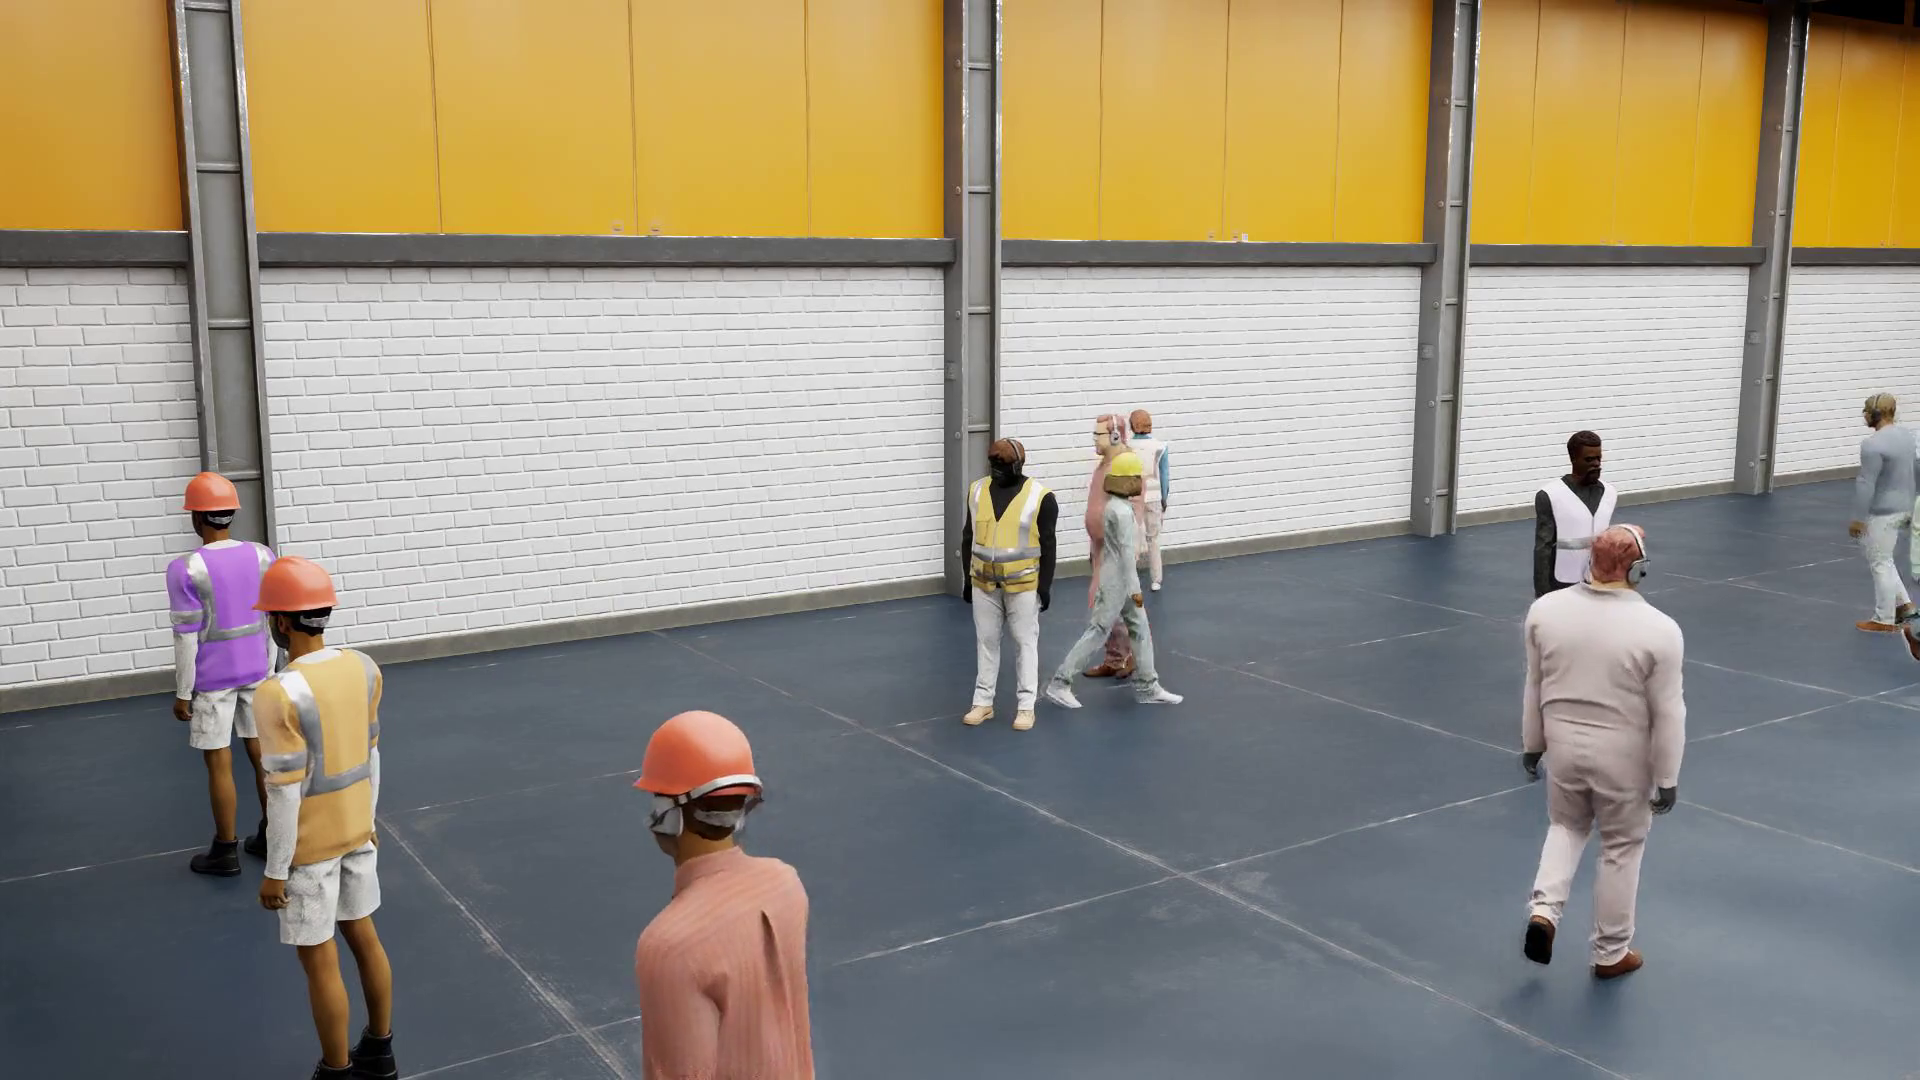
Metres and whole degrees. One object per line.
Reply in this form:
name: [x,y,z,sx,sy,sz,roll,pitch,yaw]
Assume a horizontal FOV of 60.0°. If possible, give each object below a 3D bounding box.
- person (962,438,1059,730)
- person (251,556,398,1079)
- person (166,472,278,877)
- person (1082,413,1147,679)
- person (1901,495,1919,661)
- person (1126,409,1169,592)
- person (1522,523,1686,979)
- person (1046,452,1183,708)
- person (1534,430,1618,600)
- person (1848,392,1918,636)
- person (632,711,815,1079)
person: [0.289,0.275,10.465,0.619,1.839,0.430,4,10,23]
person: [-2.215,1.013,5.715,0.376,1.935,0.550,3,10,18]
person: [-3.520,0.640,7.963,0.354,1.939,0.545,6,11,31]
person: [1.042,0.060,11.607,0.431,1.889,0.665,-2,10,-12]
person: [6.912,0.174,11.734,0.522,1.617,0.526,-2,10,-14]
person: [1.604,-0.342,14.777,0.514,1.639,0.309,-1,9,-4]
person: [2.580,0.869,6.720,0.675,1.890,0.521,9,13,44]
person: [0.994,0.267,10.910,0.885,1.704,0.493,1,9,4]
person: [3.744,0.278,10.197,0.591,1.917,0.379,-4,10,-24]
person: [7.273,-0.205,13.113,0.644,1.919,0.429,-8,12,-39]
person: [-0.521,1.350,3.639,0.745,1.949,0.654,5,10,26]
